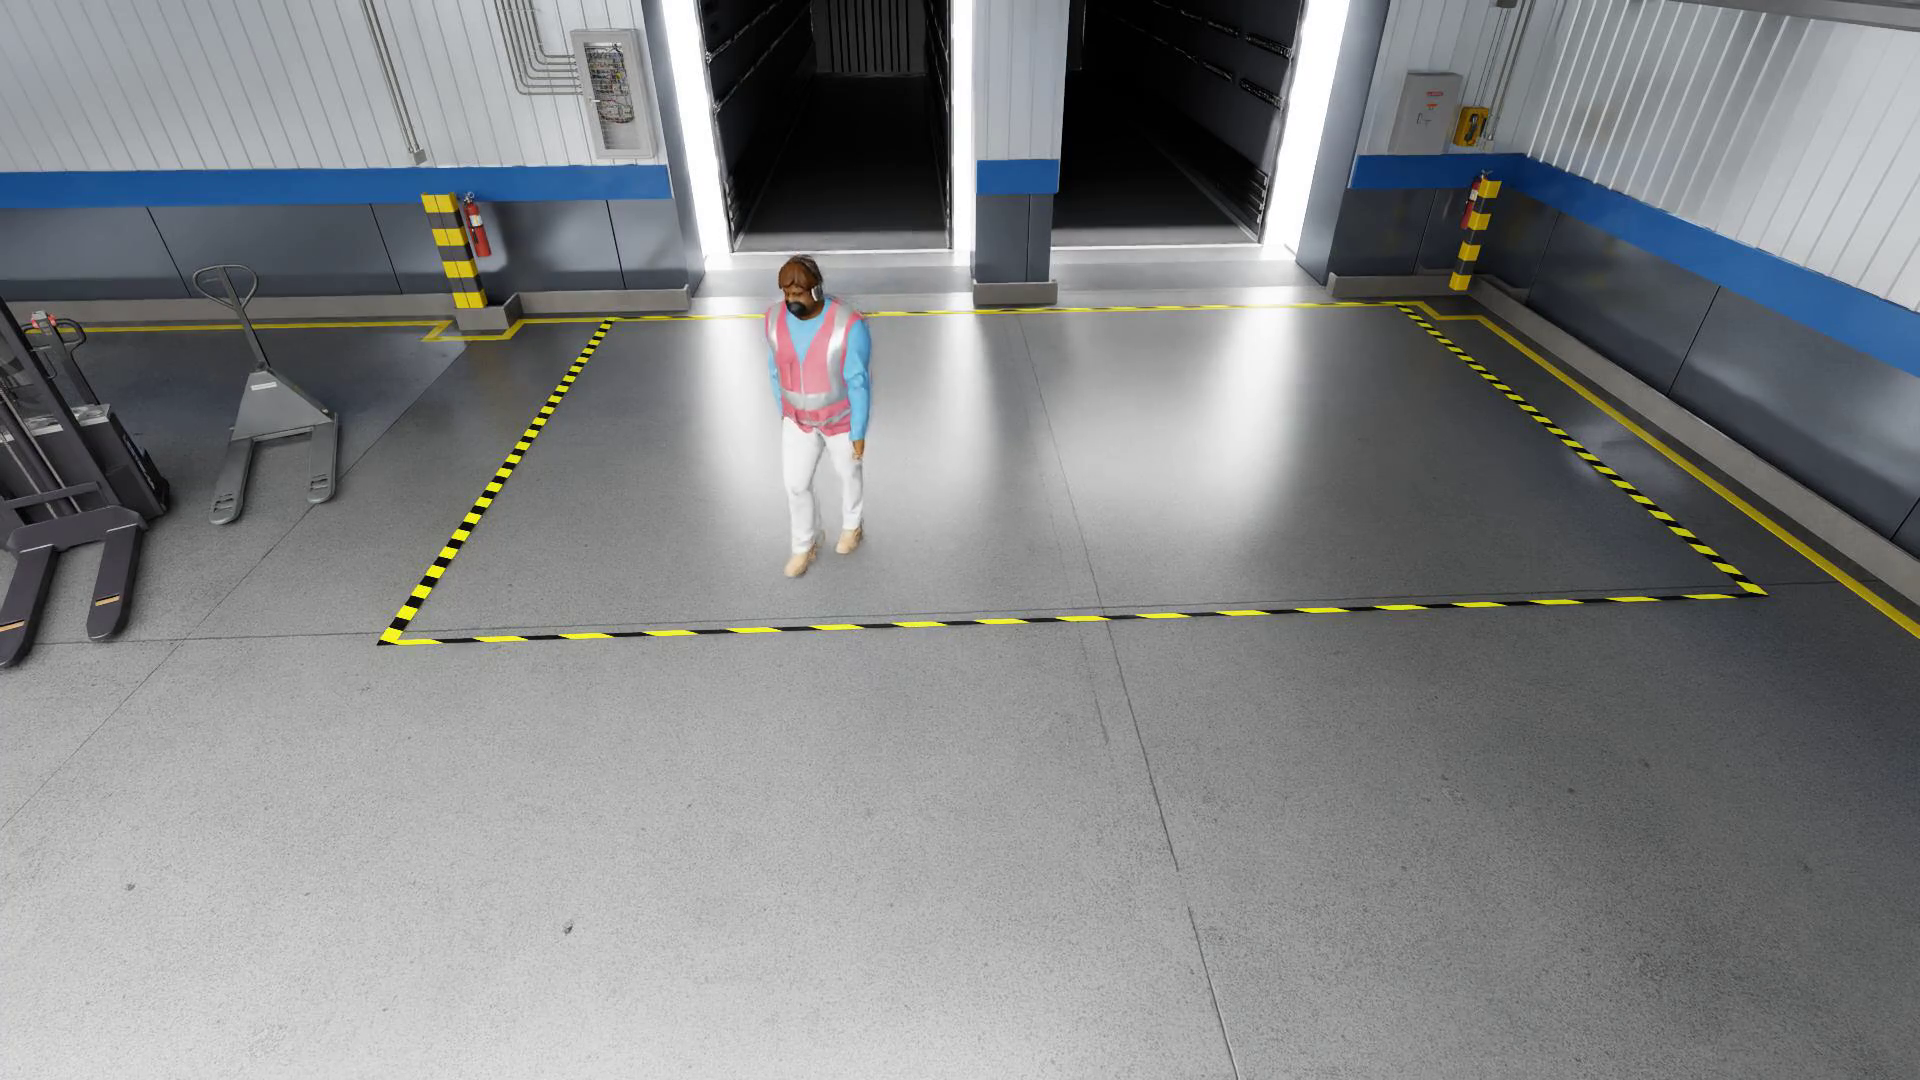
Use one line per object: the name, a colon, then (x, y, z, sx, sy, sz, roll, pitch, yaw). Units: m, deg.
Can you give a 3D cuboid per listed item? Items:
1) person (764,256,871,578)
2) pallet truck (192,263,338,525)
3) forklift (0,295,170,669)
person: (-0.786, -0.641, 5.061, 0.646, 1.818, 0.637, 8, 36, 12)
pallet truck: (-4.778, -1.027, 6.128, 0.680, 1.201, 1.601, -17, 38, -23)
forklift: (-5.212, -0.618, 4.878, 0.823, 1.965, 1.885, -20, 39, -26)
